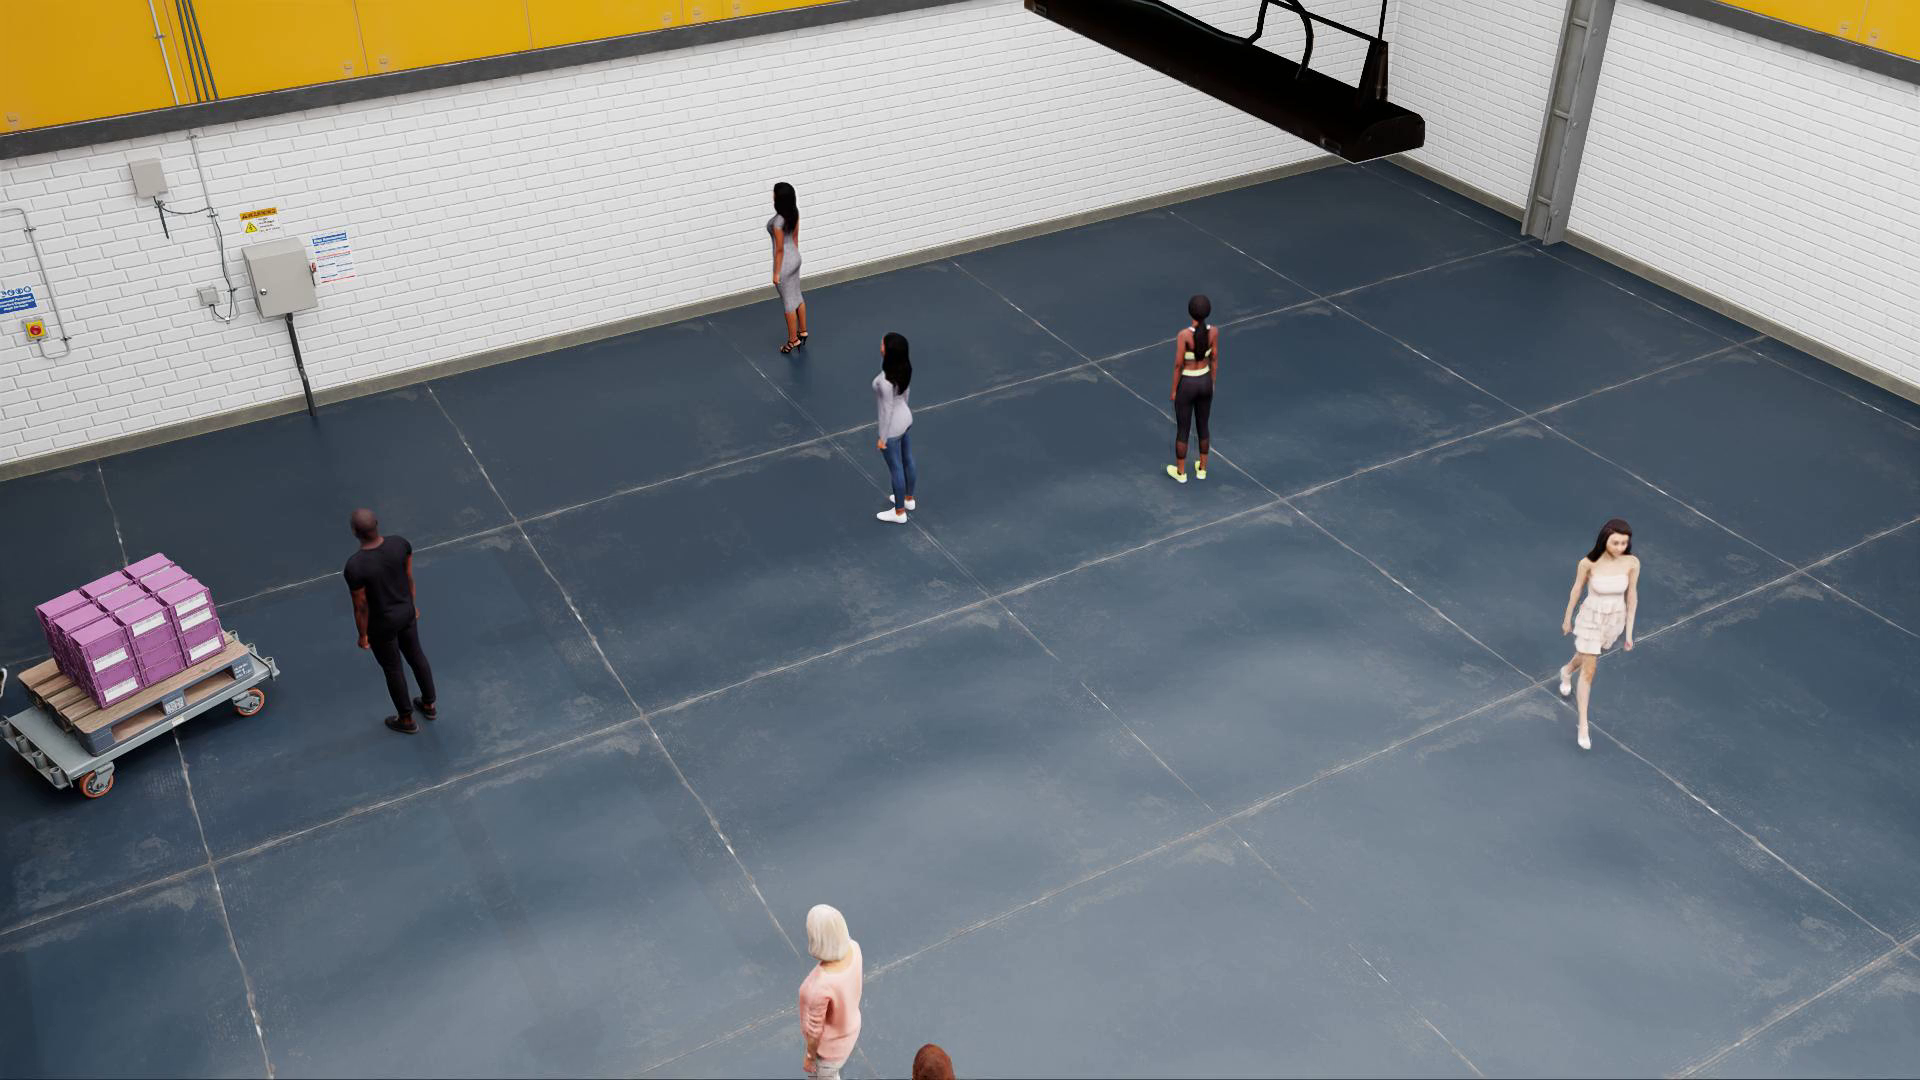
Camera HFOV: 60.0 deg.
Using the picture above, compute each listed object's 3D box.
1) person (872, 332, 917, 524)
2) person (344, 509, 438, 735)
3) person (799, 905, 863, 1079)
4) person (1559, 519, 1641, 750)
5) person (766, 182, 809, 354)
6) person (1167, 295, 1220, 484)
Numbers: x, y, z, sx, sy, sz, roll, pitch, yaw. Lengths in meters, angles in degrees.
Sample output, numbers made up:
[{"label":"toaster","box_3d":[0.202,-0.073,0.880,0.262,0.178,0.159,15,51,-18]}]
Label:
[{"label":"person","box_3d":[-0.525,-0.949,13.959,0.713,1.735,0.690,14,36,21]},{"label":"person","box_3d":[-3.973,0.560,11.612,0.713,1.819,0.742,22,40,30]},{"label":"person","box_3d":[-0.594,2.598,8.647,1.010,1.707,0.918,12,35,17]},{"label":"person","box_3d":[4.482,0.559,11.733,0.906,1.687,1.108,0,34,0]},{"label":"person","box_3d":[-1.712,-2.714,16.571,0.705,1.781,0.674,14,36,20]},{"label":"person","box_3d":[2.042,-1.313,14.490,0.613,1.753,0.577,-9,35,-13]}]
